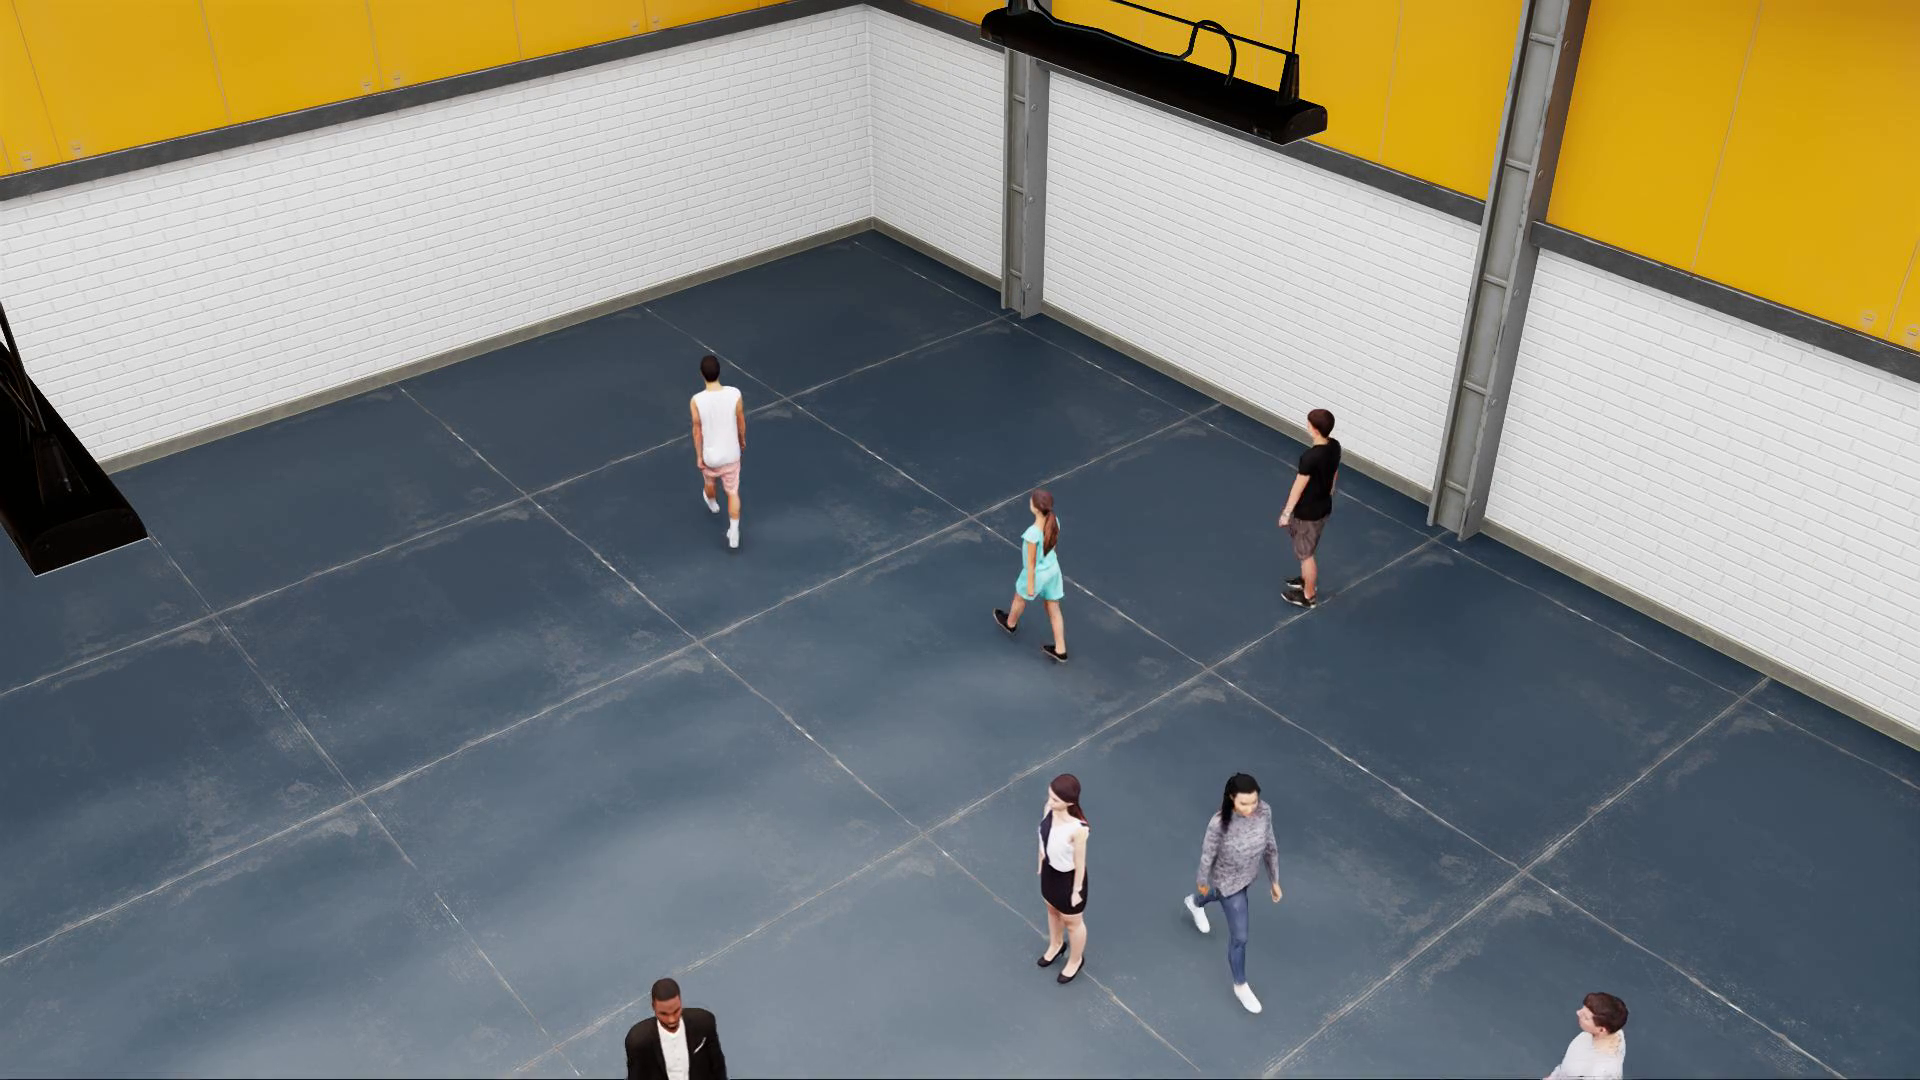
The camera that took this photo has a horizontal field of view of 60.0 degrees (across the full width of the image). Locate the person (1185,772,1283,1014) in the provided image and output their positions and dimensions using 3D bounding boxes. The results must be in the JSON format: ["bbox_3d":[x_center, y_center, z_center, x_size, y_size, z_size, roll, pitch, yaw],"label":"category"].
[{"bbox_3d":[1.699,2.076,10.551,0.797,1.689,1.235,-17,37,-24],"label":"person"}]

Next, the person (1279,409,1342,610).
[{"bbox_3d":[3.014,-0.224,13.871,0.728,1.845,0.746,21,39,28],"label":"person"}]

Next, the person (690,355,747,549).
[{"bbox_3d":[-2.104,-0.737,14.745,0.938,1.732,1.221,-10,35,-15],"label":"person"}]

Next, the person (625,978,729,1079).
[{"bbox_3d":[-1.559,2.994,9.075,0.752,1.794,0.722,-14,36,-21],"label":"person"}]

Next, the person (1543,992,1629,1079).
[{"bbox_3d":[3.389,3.109,8.869,0.896,1.831,0.776,19,38,26],"label":"person"}]

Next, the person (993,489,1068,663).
[{"bbox_3d":[0.705,0.308,13.368,0.567,1.515,1.024,-26,42,-34],"label":"person"}]

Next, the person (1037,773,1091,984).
[{"bbox_3d":[0.660,2.124,10.516,0.616,1.649,0.451,-23,40,-30],"label":"person"}]
